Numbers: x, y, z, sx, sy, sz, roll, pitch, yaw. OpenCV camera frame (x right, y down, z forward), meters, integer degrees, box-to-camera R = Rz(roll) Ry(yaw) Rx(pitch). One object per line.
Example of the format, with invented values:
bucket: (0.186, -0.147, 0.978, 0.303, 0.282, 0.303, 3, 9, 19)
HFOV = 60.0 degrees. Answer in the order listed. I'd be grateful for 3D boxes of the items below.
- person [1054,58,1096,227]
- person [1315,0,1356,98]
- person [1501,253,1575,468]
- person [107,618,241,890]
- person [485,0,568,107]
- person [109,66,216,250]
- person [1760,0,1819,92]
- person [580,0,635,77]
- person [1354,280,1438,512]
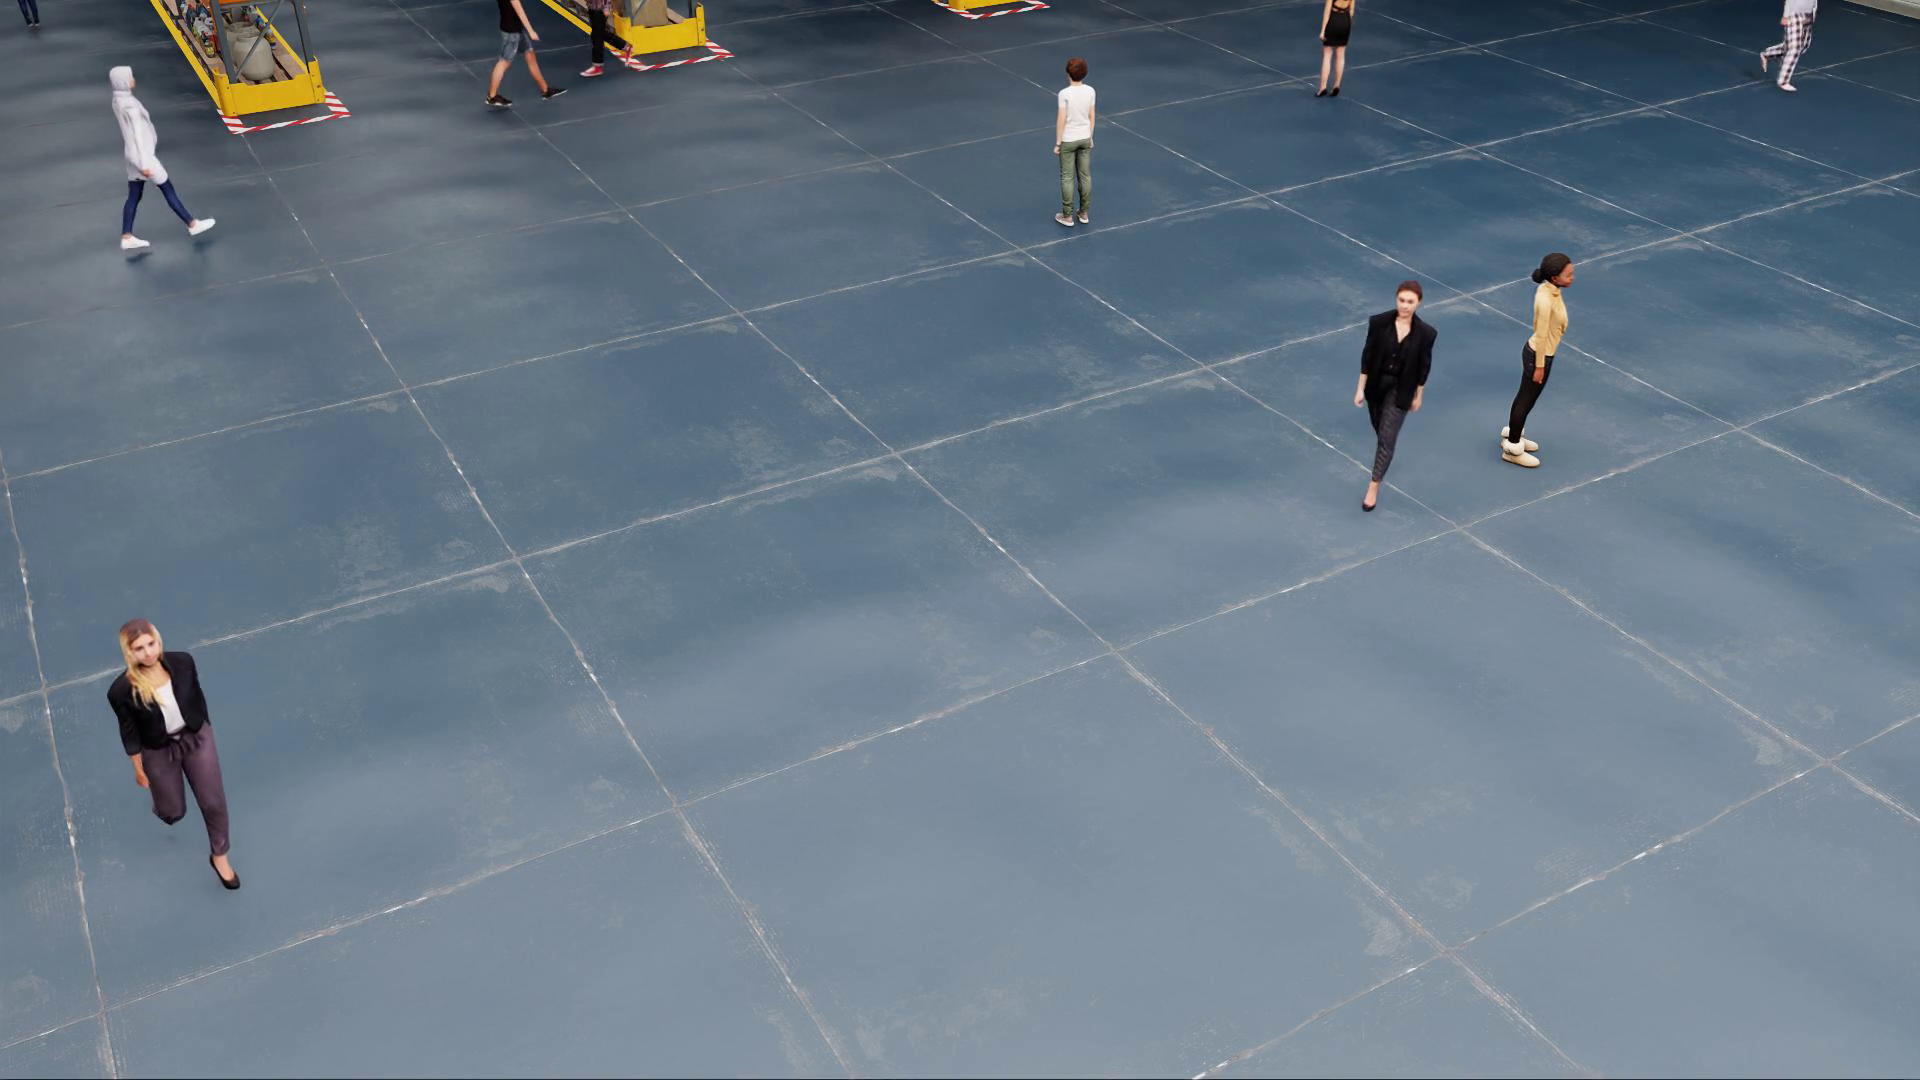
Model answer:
person: (1.142, -3.962, 16.547, 0.604, 1.653, 0.563, -13, 34, -19)
person: (4.554, -6.133, 19.991, 0.606, 1.649, 0.554, -8, 33, -12)
person: (4.316, -1.370, 12.432, 0.736, 1.659, 0.684, 10, 34, 15)
person: (-4.061, 1.076, 8.561, 0.964, 1.652, 0.753, 27, 41, 35)
person: (-5.375, -5.989, 19.623, 0.907, 1.800, 1.208, -9, 33, -14)
person: (-7.907, -3.599, 15.900, 0.906, 1.728, 1.158, -28, 42, -36)
person: (10.214, -6.480, 20.372, 0.629, 1.832, 0.878, -15, 35, -23)
person: (-4.463, -6.726, 20.848, 0.748, 1.738, 0.934, -17, 36, -25)
person: (3.109, -1.109, 12.000, 1.152, 1.678, 1.086, 15, 35, 23)
